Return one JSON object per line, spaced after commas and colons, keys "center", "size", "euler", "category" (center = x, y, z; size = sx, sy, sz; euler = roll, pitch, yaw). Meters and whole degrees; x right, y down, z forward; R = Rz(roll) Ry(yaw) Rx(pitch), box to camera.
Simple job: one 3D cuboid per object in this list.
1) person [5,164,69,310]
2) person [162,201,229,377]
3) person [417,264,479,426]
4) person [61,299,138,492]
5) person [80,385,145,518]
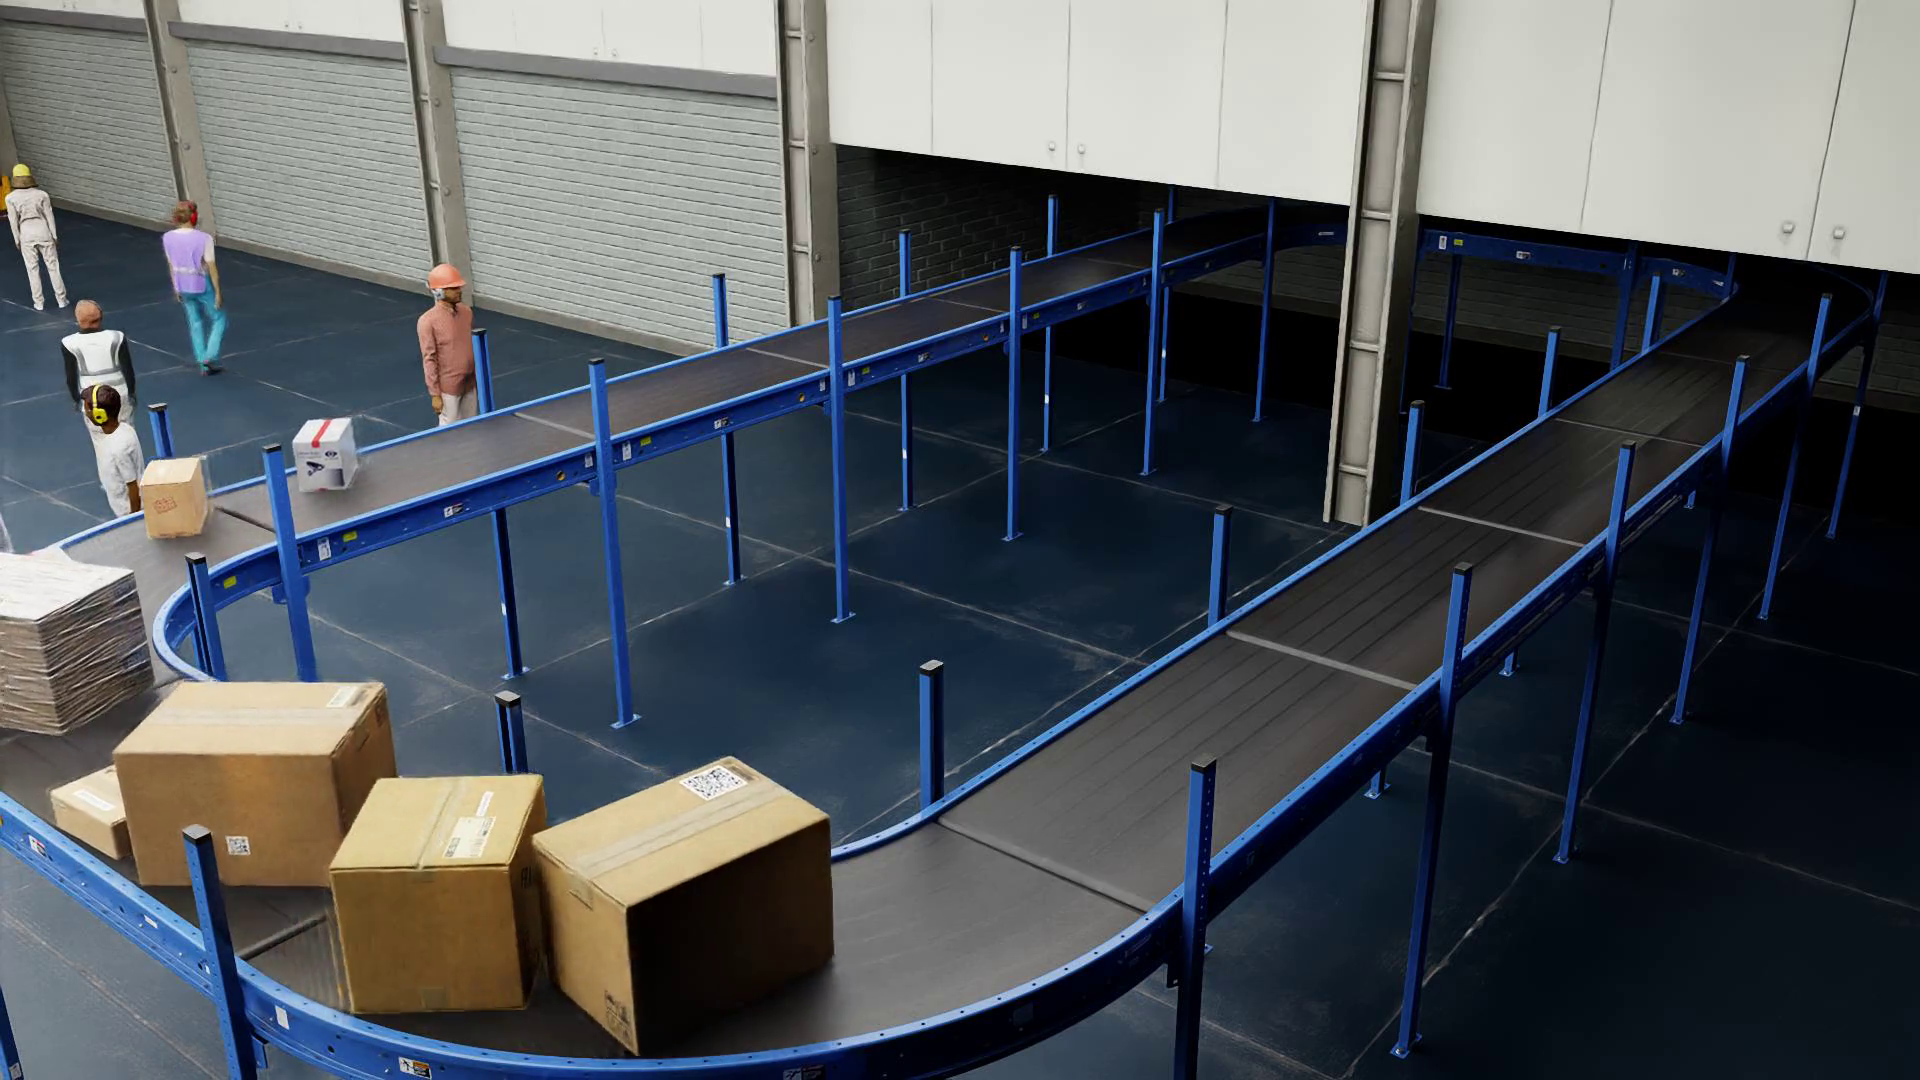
{"center": [-11.188, -3.665, 20.130], "size": [0.484, 1.737, 0.309], "euler": [-11, 24, -26], "category": "person"}
{"center": [-7.914, -2.596, 17.288], "size": [0.586, 1.826, 0.452], "euler": [3, 22, 8], "category": "person"}
{"center": [-4.161, -1.283, 13.726], "size": [0.373, 1.997, 0.619], "euler": [9, 23, 21], "category": "person"}
{"center": [-7.213, -1.211, 14.032], "size": [0.521, 1.641, 0.311], "euler": [-13, 25, -29], "category": "person"}
{"center": [-5.480, -0.127, 10.974], "size": [0.333, 1.864, 0.520], "euler": [-10, 24, -24], "category": "person"}
